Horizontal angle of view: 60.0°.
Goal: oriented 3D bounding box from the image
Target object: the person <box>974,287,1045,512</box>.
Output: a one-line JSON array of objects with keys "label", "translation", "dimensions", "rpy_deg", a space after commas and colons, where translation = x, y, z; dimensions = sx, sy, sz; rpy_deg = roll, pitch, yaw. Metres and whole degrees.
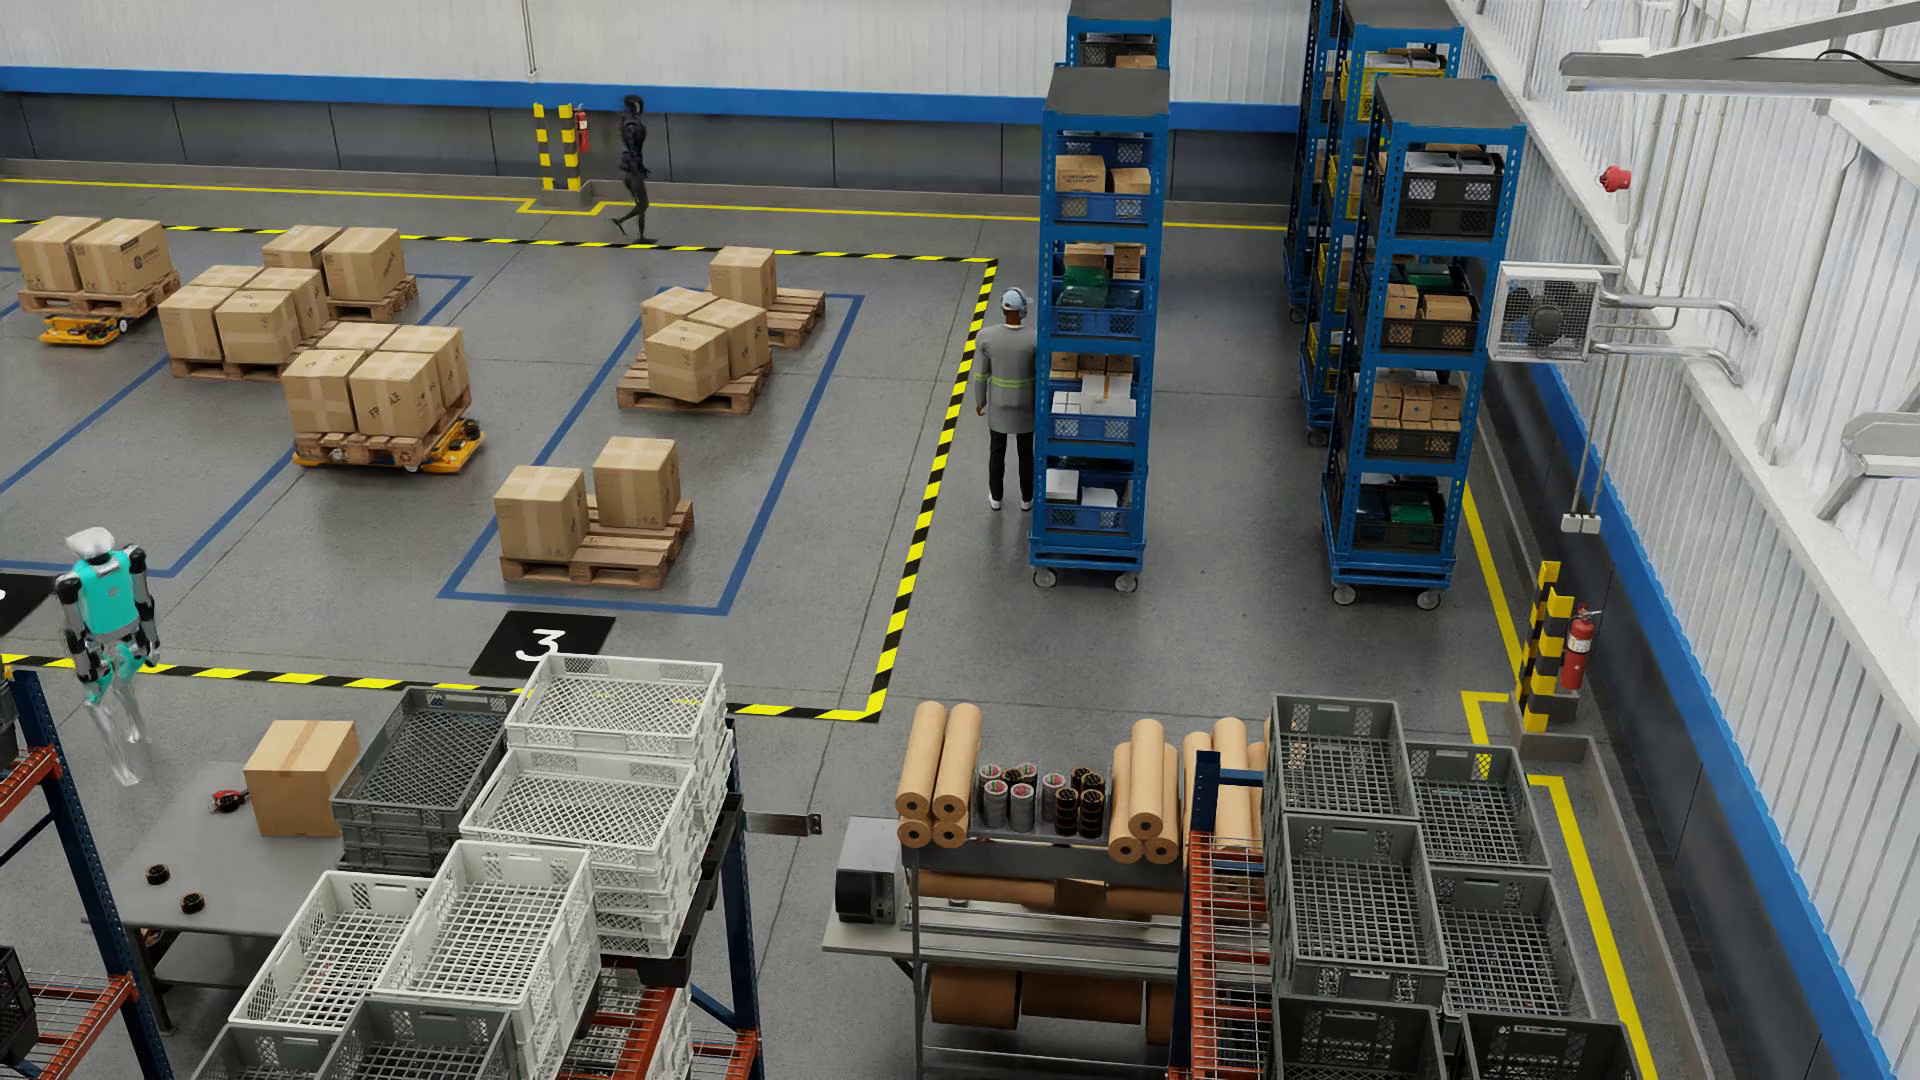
[{"label": "person", "translation": [0.410, -1.096, 12.983], "dimensions": [0.593, 1.849, 0.391], "rpy_deg": [3, 30, 6]}]

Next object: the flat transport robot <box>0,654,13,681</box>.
[{"label": "flat transport robot", "translation": [-7.142, 0.969, 11.010], "dimensions": [1.431, 0.231, 0.659], "rpy_deg": [3, 30, 6]}]

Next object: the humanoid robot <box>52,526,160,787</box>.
[{"label": "humanoid robot", "translation": [-5.222, 0.663, 10.107], "dimensions": [0.821, 1.795, 0.532], "rpy_deg": [19, 35, 29]}]

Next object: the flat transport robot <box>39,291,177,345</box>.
[{"label": "flat transport robot", "translation": [-8.513, -2.329, 16.646], "dimensions": [0.652, 0.197, 1.431], "rpy_deg": [3, 30, 6]}]

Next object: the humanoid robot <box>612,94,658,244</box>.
[{"label": "humanoid robot", "translation": [-3.633, -4.058, 18.238], "dimensions": [0.462, 1.643, 0.609], "rpy_deg": [-2, 30, -3]}]

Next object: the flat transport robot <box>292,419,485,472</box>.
[{"label": "flat transport robot", "translation": [-4.837, -0.837, 14.083], "dimensions": [1.431, 0.197, 0.652], "rpy_deg": [3, 30, 6]}]
